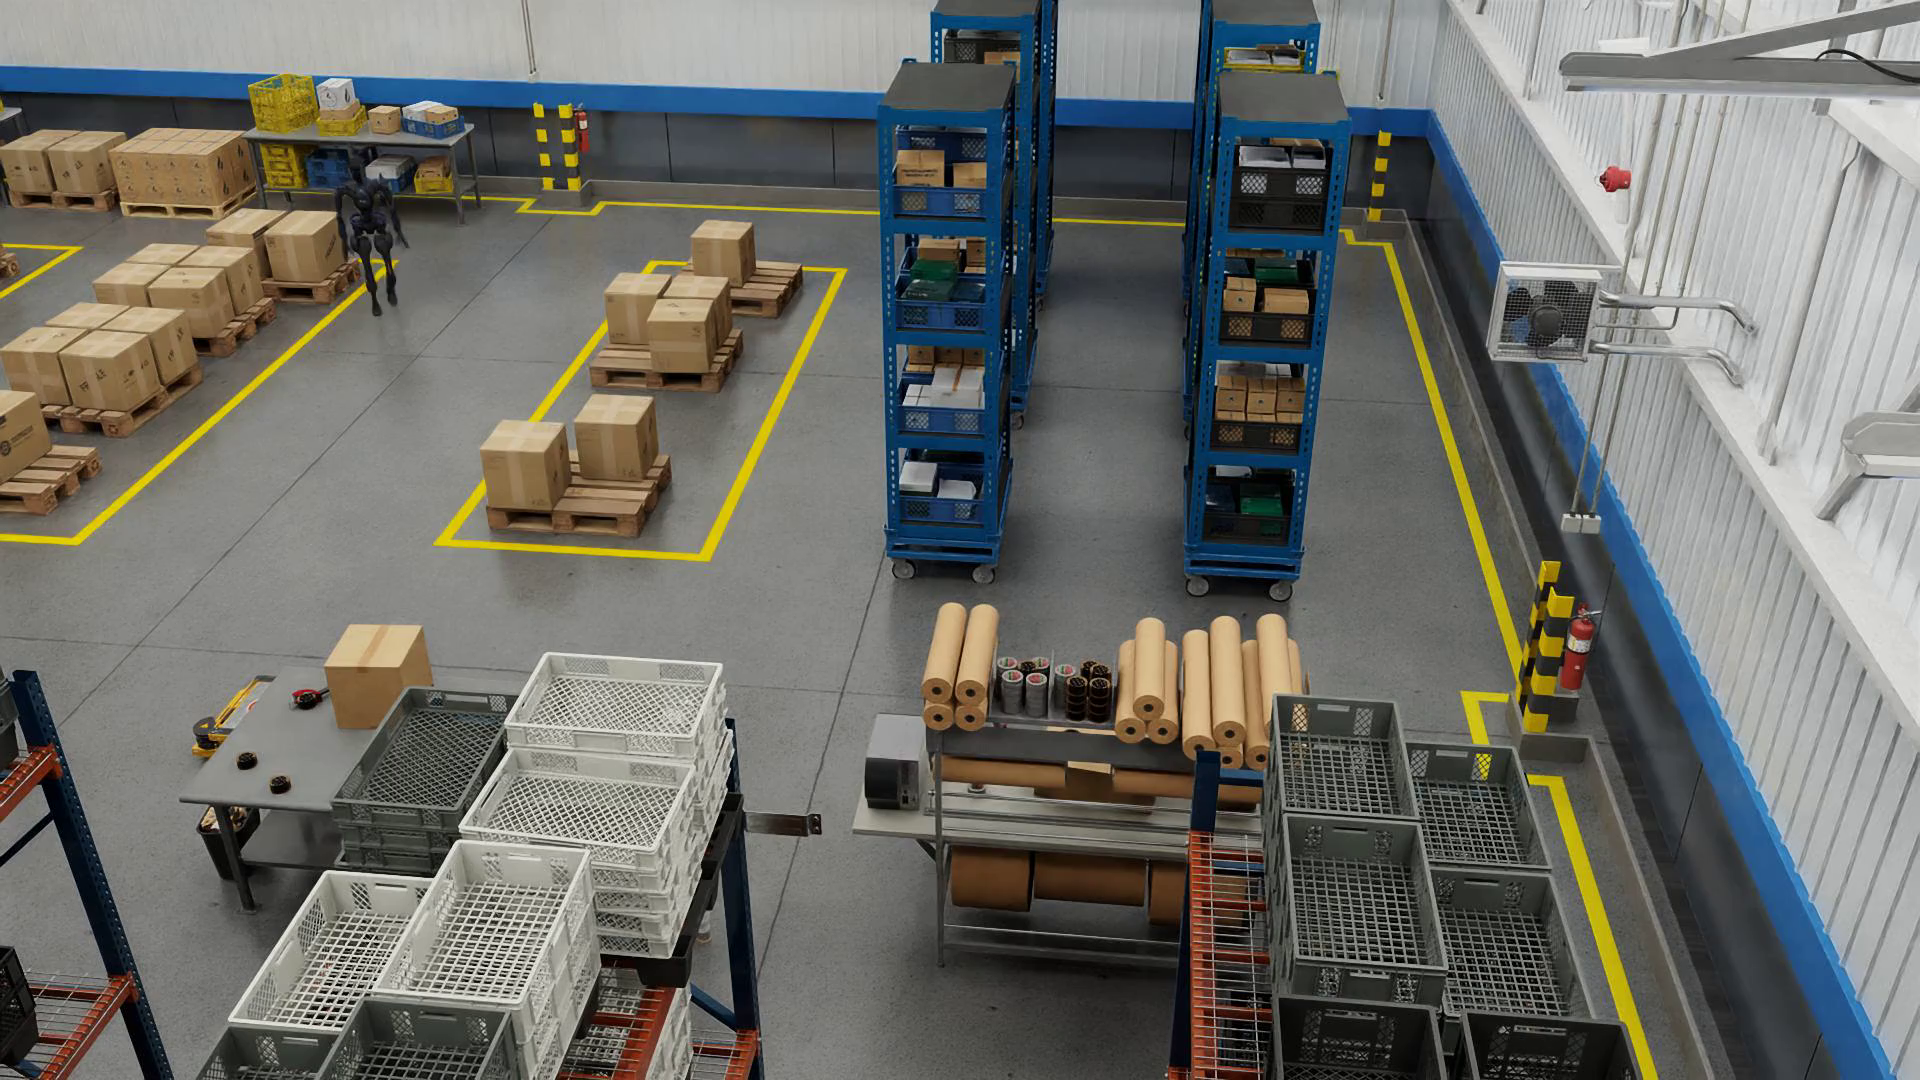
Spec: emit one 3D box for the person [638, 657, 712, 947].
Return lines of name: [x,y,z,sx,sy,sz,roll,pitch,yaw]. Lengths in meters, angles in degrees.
person: [-1.560,1.424,8.622,0.337,1.882,0.583,25,38,36]

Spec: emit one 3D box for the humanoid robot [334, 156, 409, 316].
humanoid robot: [-5.808,-3.020,16.460,0.654,1.633,0.393,-11,32,-18]

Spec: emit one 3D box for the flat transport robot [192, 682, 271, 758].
flat transport robot: [-4.089,1.163,10.648,1.431,0.197,0.652,3,30,6]
